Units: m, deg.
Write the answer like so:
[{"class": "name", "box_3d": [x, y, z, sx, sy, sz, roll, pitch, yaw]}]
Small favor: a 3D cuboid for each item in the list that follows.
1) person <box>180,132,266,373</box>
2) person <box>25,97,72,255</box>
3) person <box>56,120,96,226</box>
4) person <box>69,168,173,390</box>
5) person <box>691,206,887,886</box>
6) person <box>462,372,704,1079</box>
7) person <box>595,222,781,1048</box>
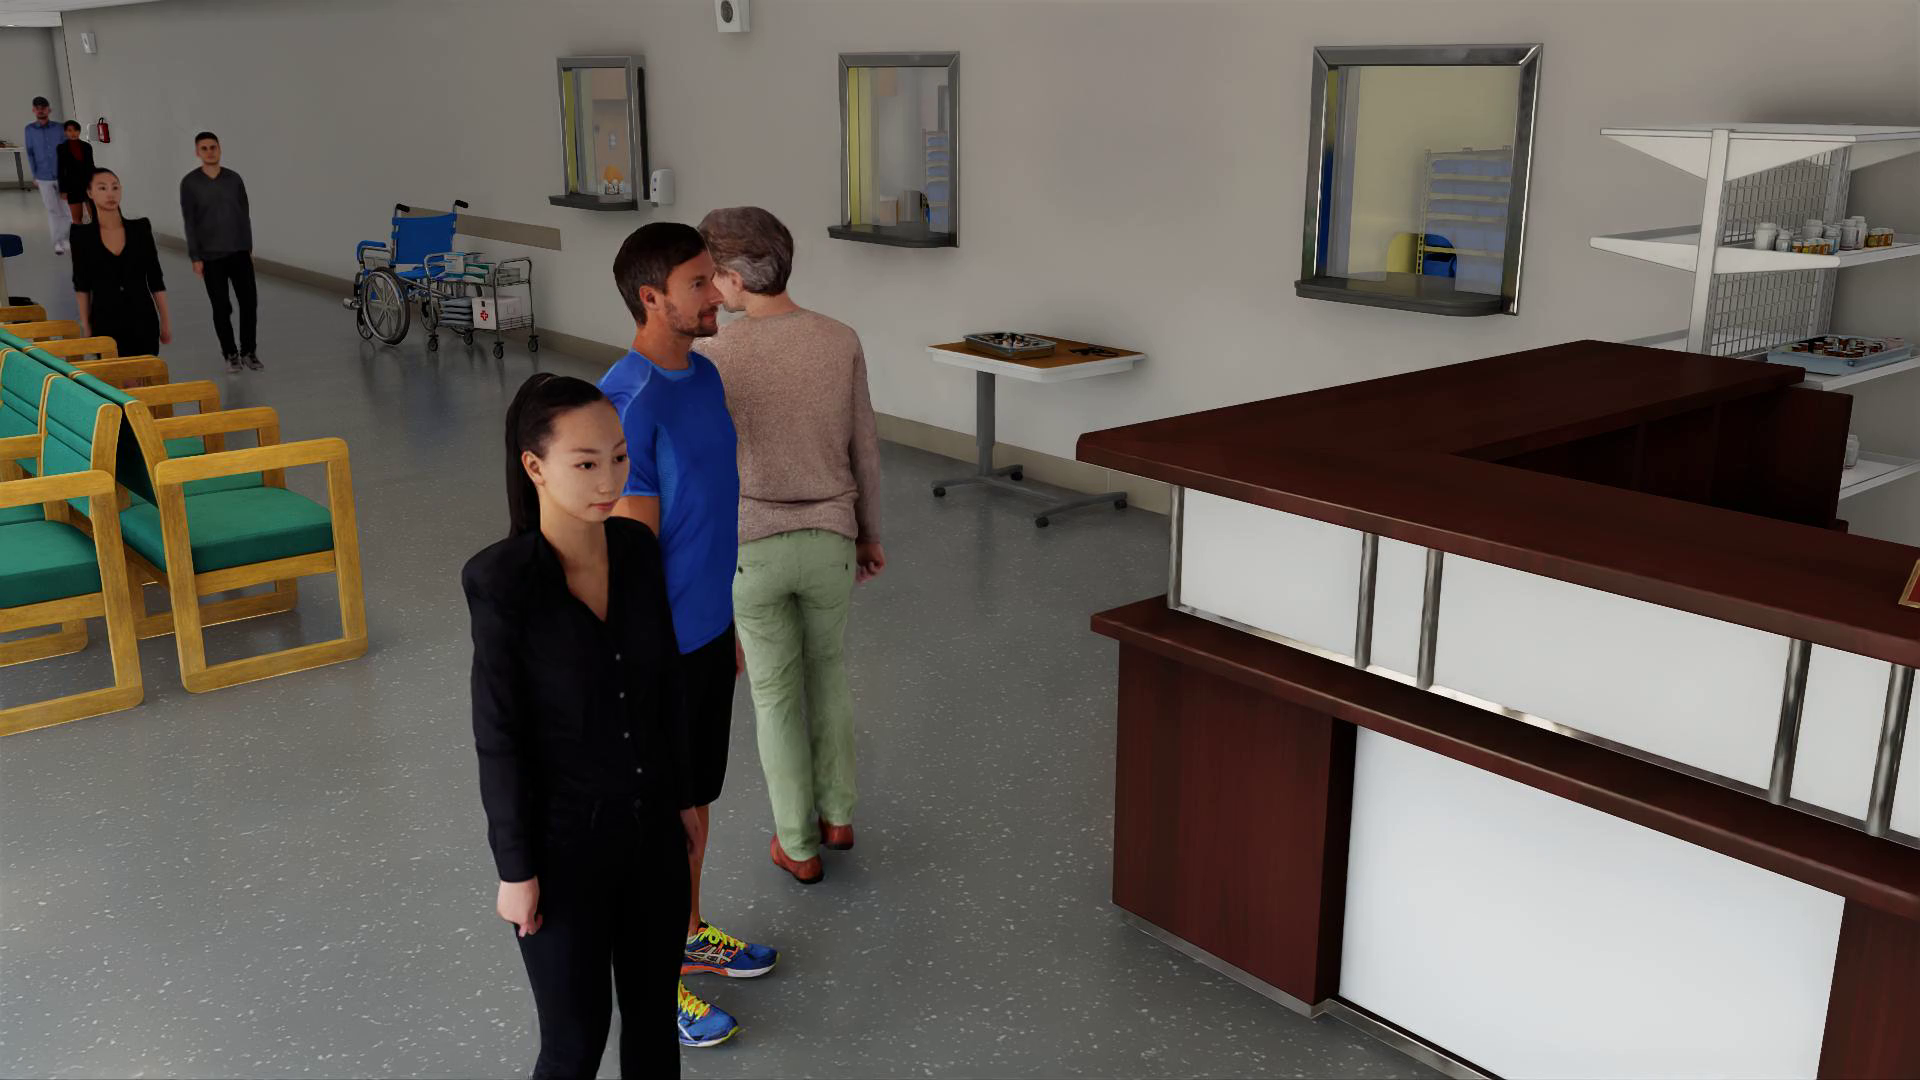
[{"class": "person", "box_3d": [-5.457, -2.104, 12.271, 0.654, 1.745, 0.708, -11, 19, -33]}, {"class": "person", "box_3d": [-11.034, -4.414, 20.275, 1.129, 1.848, 0.854, -8, 18, -27]}, {"class": "person", "box_3d": [-10.287, -4.058, 19.436, 0.829, 1.618, 0.711, -10, 19, -32]}, {"class": "person", "box_3d": [-4.521, -1.127, 8.949, 0.959, 1.667, 0.661, -12, 20, -37]}, {"class": "person", "box_3d": [-0.425, 0.089, 4.319, 0.706, 1.839, 0.847, -5, 17, -18]}, {"class": "person", "box_3d": [-0.647, 0.547, 2.929, 0.673, 1.712, 0.487, 12, 20, 37]}, {"class": "person", "box_3d": [-0.667, 0.212, 3.829, 0.765, 1.869, 0.681, 4, 16, 13]}]
